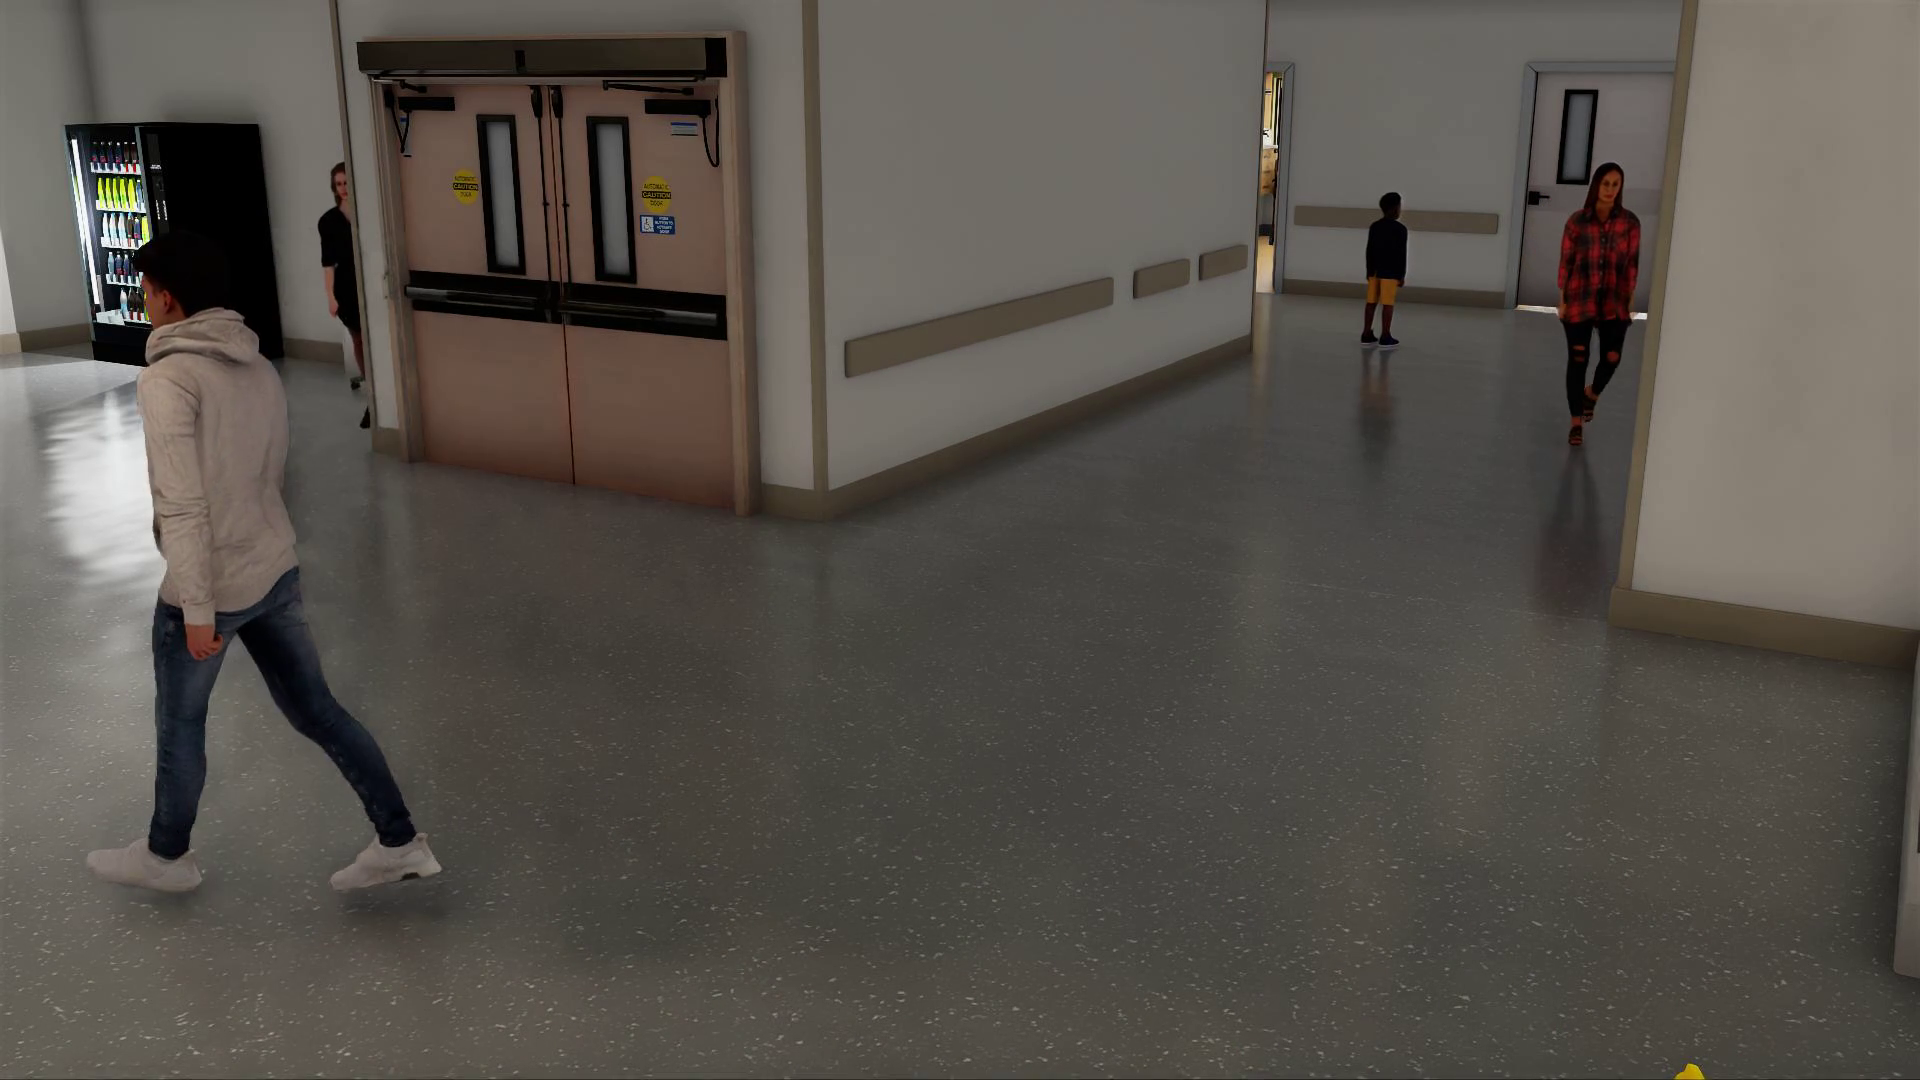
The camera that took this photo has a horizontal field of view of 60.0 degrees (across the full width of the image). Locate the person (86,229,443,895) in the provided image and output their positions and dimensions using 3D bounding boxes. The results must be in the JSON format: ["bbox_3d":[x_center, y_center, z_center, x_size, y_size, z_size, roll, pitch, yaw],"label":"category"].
[{"bbox_3d":[-1.813,0.144,4.362,1.351,1.805,1.005,2,16,9],"label":"person"}]

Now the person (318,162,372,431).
[{"bbox_3d":[-3.786,-1.524,10.582,1.115,1.639,1.146,-4,16,-13],"label":"person"}]

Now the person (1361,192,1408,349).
[{"bbox_3d":[3.535,-2.258,13.872,0.627,1.267,0.534,-15,22,-43],"label":"person"}]

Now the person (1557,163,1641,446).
[{"bbox_3d":[3.908,-1.452,10.228,0.878,1.693,0.817,4,16,14],"label":"person"}]
